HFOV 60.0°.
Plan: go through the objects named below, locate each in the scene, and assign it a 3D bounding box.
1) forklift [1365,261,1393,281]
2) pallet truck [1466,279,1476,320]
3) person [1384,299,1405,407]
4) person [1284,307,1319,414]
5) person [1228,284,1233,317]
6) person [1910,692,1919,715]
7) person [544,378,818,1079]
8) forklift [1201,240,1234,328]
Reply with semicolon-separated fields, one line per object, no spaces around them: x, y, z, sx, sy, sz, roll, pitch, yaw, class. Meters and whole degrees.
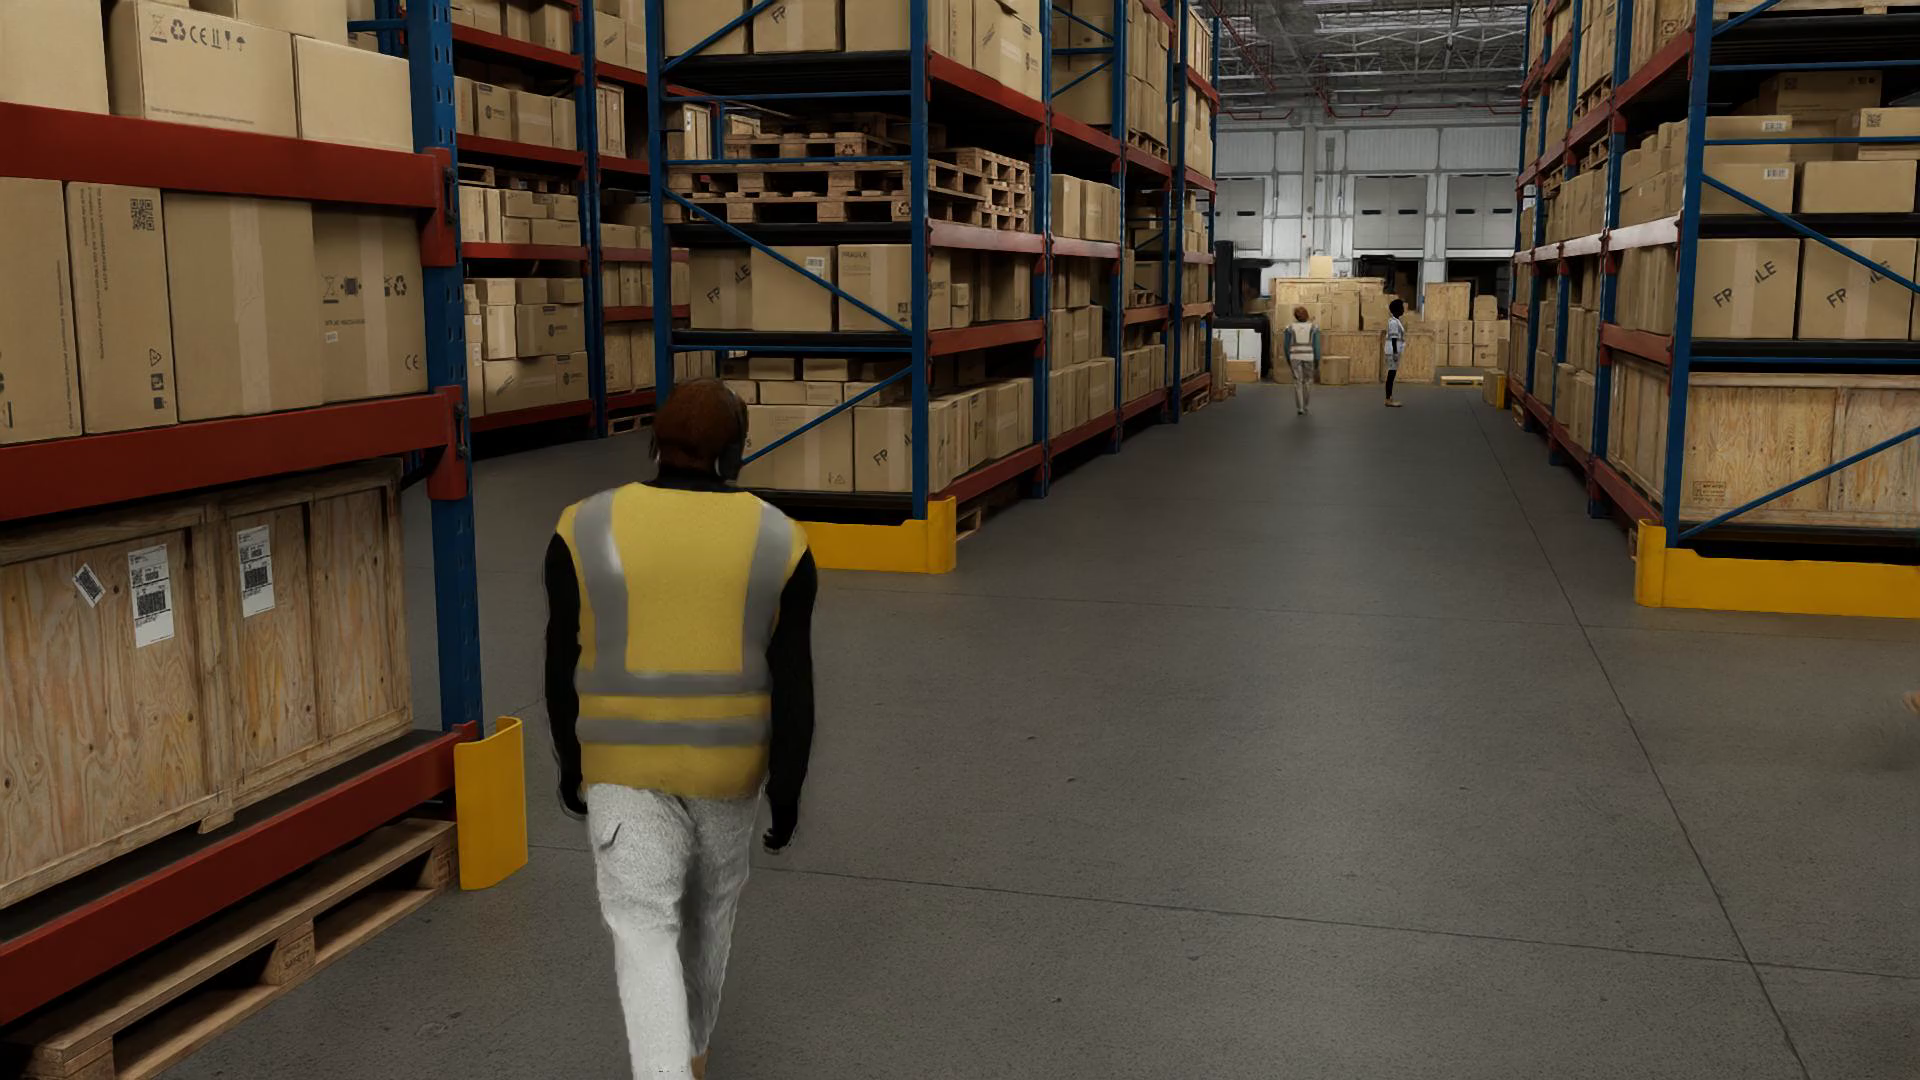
14.133;-8.250;56.187;1.129;2.768;1.873;3;9;19;forklift
18.896;-8.459;60.307;1.885;1.965;0.823;5;10;31;pallet truck
6.852;-2.942;26.213;0.318;1.697;0.536;2;9;15;person
5.117;-2.690;24.958;0.506;1.584;0.924;1;9;5;person
5.923;-4.660;36.500;0.958;1.890;0.567;0;9;-2;person
4.316;0.034;6.904;0.586;1.821;0.640;0;9;0;person
-0.630;0.533;3.821;0.622;1.805;0.911;-2;9;-14;person
5.697;-5.090;36.110;1.873;2.768;1.129;2;9;15;forklift
